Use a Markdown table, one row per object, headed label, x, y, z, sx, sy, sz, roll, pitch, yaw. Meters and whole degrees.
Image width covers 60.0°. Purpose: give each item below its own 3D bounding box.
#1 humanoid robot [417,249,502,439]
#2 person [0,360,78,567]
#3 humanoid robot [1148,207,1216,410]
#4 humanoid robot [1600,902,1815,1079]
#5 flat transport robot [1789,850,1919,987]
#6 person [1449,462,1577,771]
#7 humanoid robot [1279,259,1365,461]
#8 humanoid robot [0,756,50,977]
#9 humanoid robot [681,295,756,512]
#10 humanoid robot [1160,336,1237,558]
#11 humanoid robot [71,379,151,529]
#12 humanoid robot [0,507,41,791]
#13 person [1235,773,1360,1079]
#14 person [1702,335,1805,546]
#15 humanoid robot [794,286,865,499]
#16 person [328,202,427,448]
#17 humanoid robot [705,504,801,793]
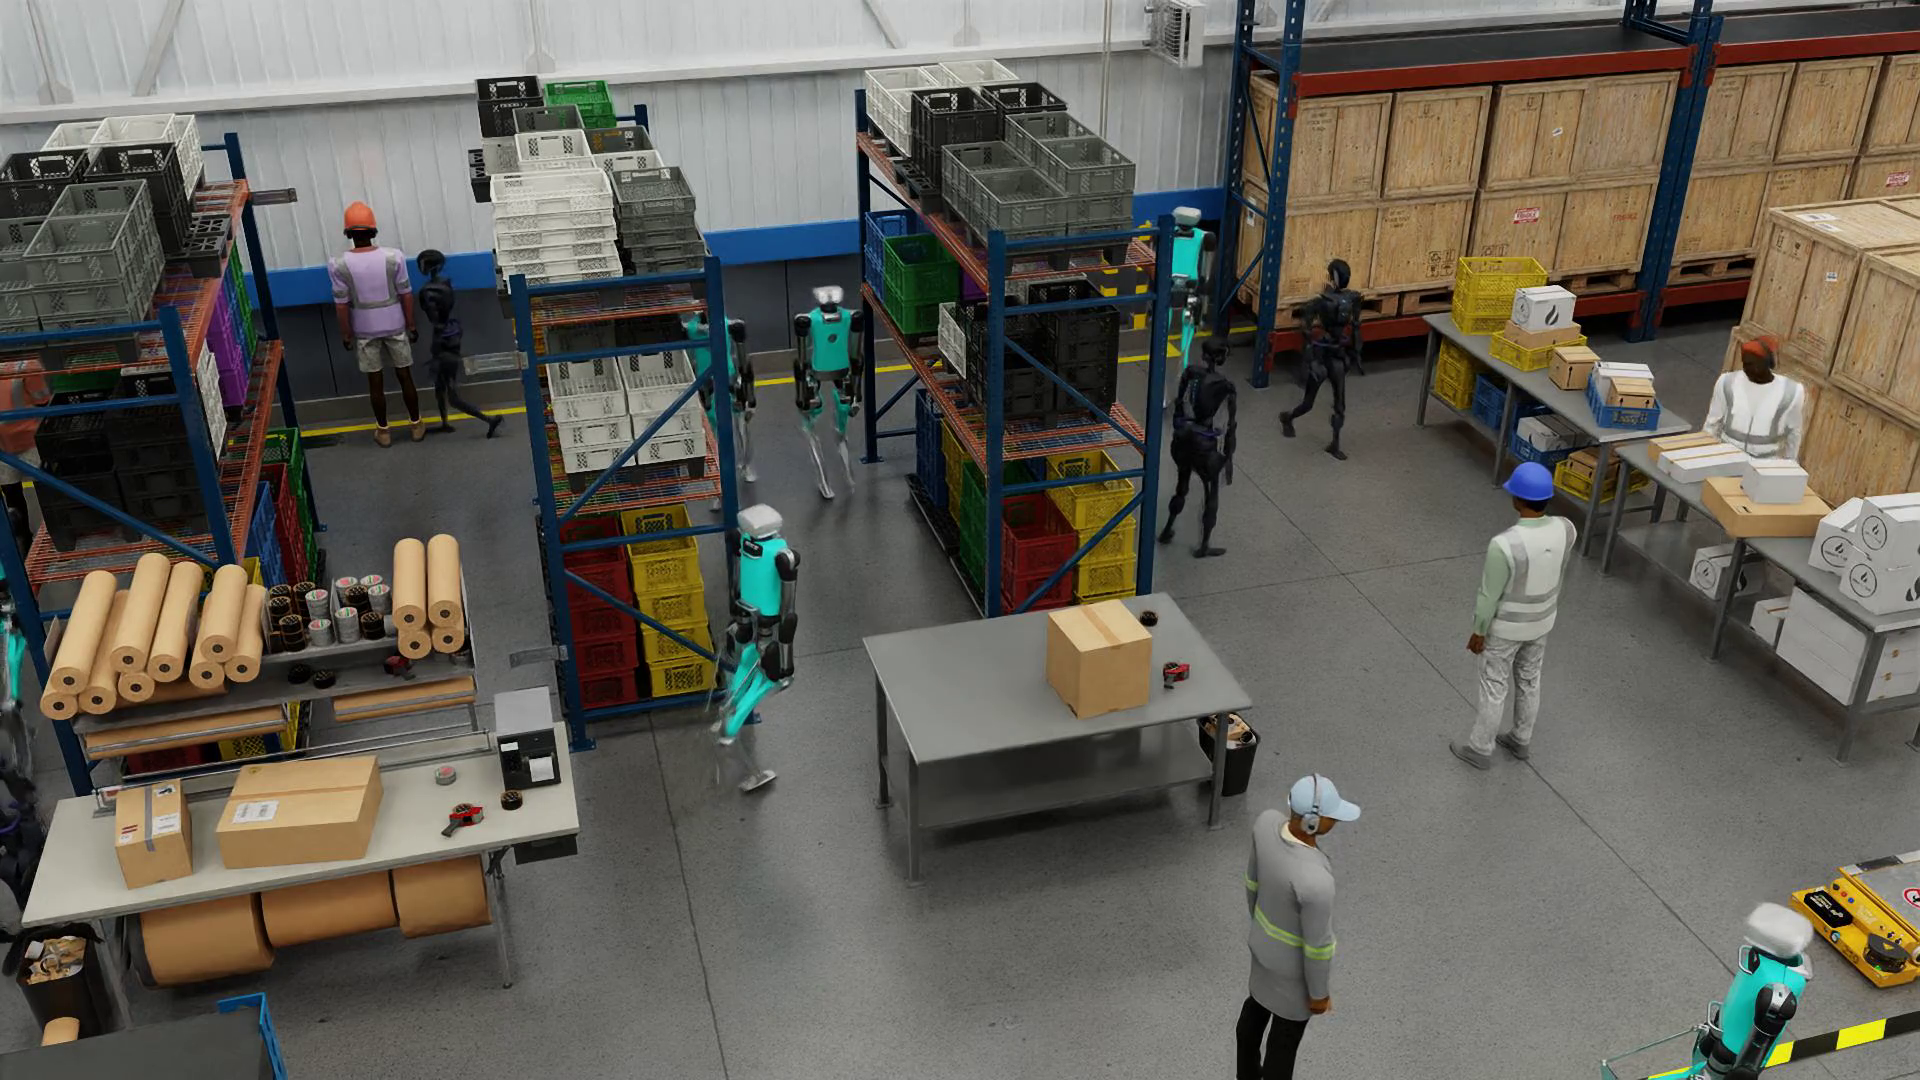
| label | x | y | z | sx | sy | sz | roll | pitch | yaw |
| --- | --- | --- | --- | --- | --- | --- | --- | --- | --- |
| humanoid robot | -4.177 | -1.603 | 13.633 | 0.643 | 1.638 | 0.599 | -4 | 29 | -8 |
| person | -6.661 | -0.712 | 11.696 | 0.602 | 1.966 | 0.368 | -4 | 29 | -7 |
| humanoid robot | 1.821 | -1.881 | 14.054 | 0.531 | 1.742 | 0.949 | 7 | 30 | 13 |
| humanoid robot | 2.864 | 2.101 | 6.675 | 0.735 | 1.677 | 0.533 | 12 | 31 | 21 |
| flat transport robot | 5.163 | 1.916 | 8.676 | 1.431 | 0.231 | 0.659 | -8 | 30 | -14 |
| person | 3.198 | 0.449 | 9.614 | 0.605 | 1.939 | 0.421 | -13 | 31 | -23 |
| humanoid robot | 2.960 | -1.506 | 13.465 | 0.602 | 1.640 | 0.702 | -13 | 31 | -22 |
| humanoid robot | -4.636 | 1.493 | 7.985 | 0.583 | 1.647 | 0.341 | 0 | 29 | -1 |
| humanoid robot | -1.825 | -1.115 | 12.684 | 0.565 | 1.768 | 0.937 | -2 | 29 | -3 |
| humanoid robot | 1.711 | -0.674 | 11.921 | 0.381 | 1.637 | 0.608 | -22 | 36 | -35 |
| humanoid robot | -6.299 | -0.817 | 12.181 | 0.594 | 1.651 | 0.365 | 14 | 32 | 24 |
| humanoid robot | -5.593 | 0.624 | 9.558 | 0.554 | 1.806 | 0.885 | -8 | 30 | -14 |
| person | 1.456 | 1.792 | 7.262 | 0.396 | 1.849 | 0.587 | -9 | 30 | -16 |
| person | 5.450 | -0.571 | 11.549 | 0.597 | 1.856 | 0.470 | 19 | 34 | 31 |
| humanoid robot | -1.030 | -1.123 | 12.726 | 0.550 | 1.844 | 0.663 | -8 | 30 | -15 |
| person | -4.709 | -1.730 | 13.469 | 0.604 | 2.044 | 0.374 | -11 | 31 | -19 |
| humanoid robot | -1.249 | 0.758 | 9.372 | 0.730 | 1.900 | 0.542 | -26 | 38 | -38 |
